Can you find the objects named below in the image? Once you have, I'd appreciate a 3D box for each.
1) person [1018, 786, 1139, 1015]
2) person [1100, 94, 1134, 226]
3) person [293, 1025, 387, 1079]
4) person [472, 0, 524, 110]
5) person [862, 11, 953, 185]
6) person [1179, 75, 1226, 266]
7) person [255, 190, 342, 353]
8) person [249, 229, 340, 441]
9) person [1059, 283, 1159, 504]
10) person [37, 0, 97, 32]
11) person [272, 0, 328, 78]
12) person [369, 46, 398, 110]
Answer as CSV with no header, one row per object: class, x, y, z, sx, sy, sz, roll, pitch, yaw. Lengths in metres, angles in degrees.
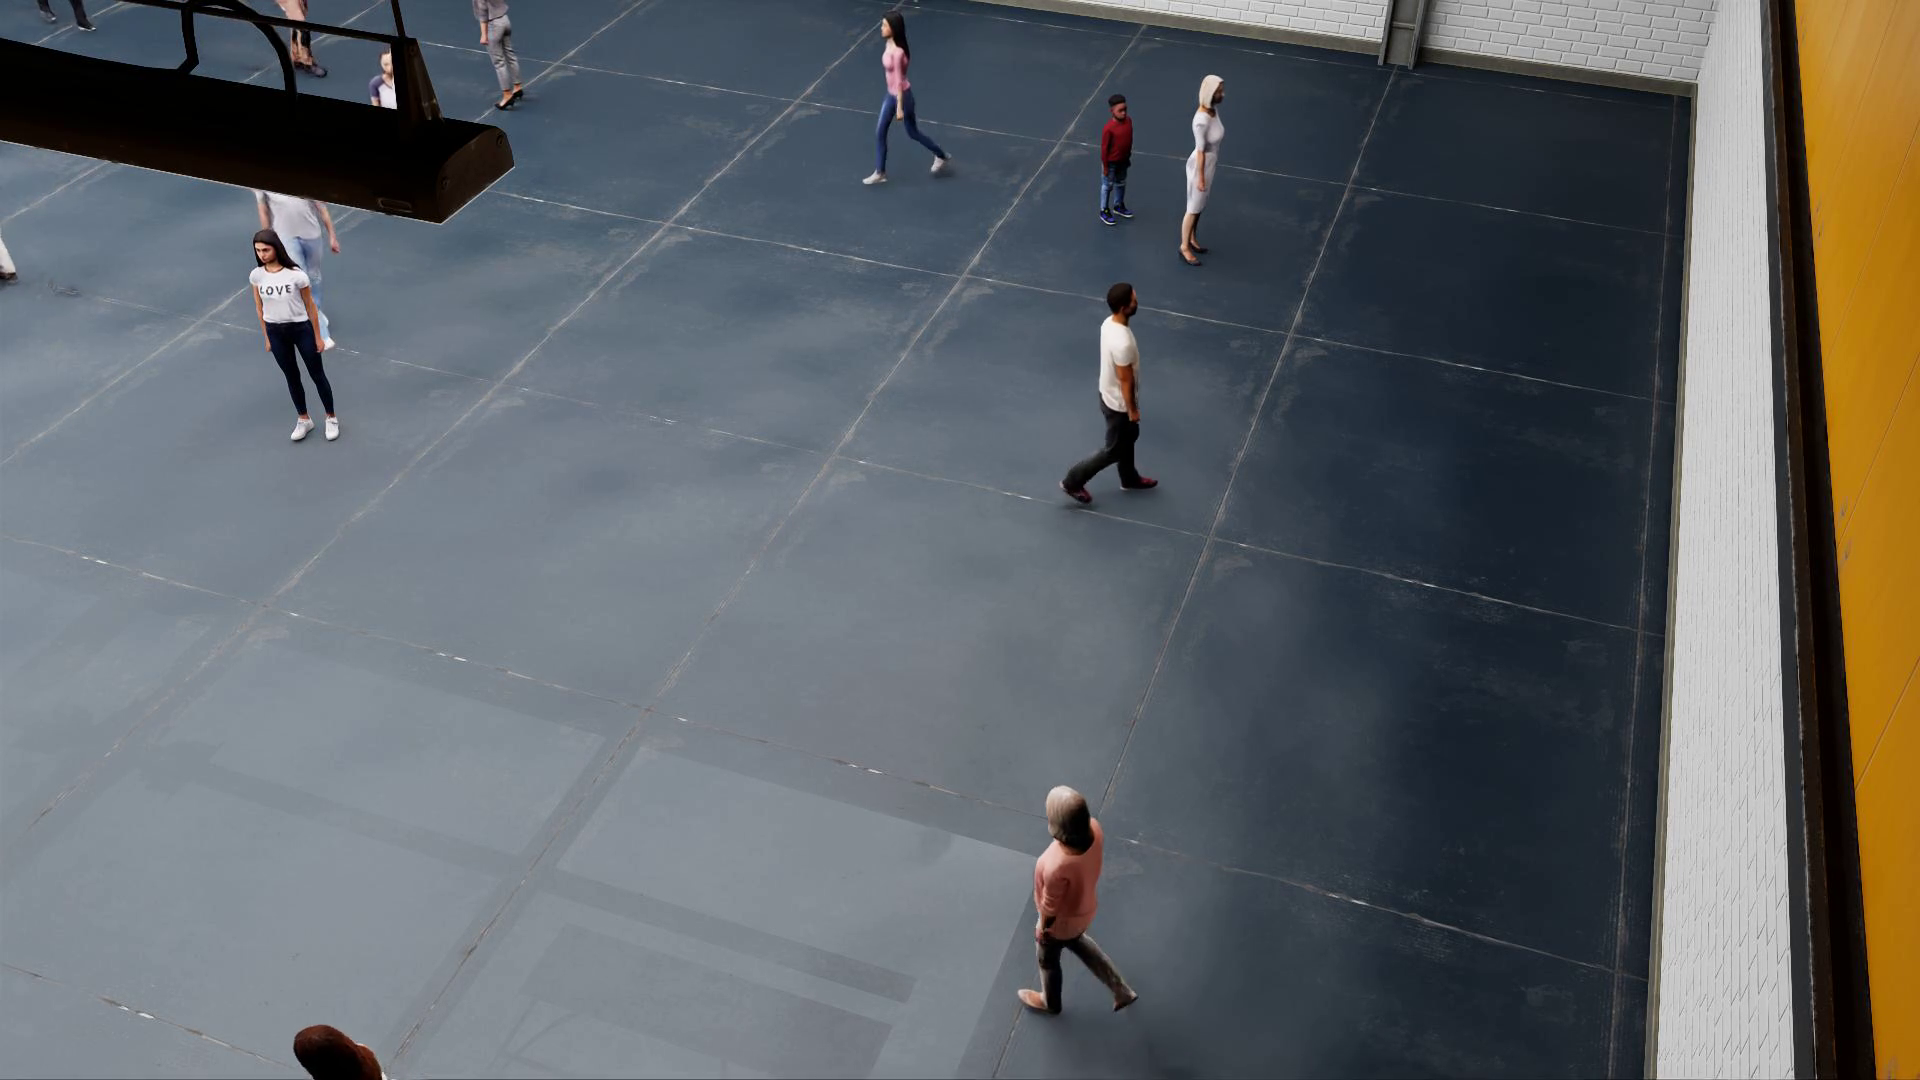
person,0.610,1.901,8.384,0.920,1.710,0.716,23,44,26
person,1.456,-3.601,15.640,0.579,1.252,0.611,-27,46,-29
person,-2.529,2.710,7.370,0.604,1.711,0.624,15,41,17
person,-4.891,-5.391,17.541,0.552,1.677,0.607,13,40,16
person,-0.502,-4.269,16.115,1.190,1.702,1.053,-12,40,-15
person,2.163,-3.325,14.897,0.491,1.749,0.558,13,40,15
person,-5.533,-2.528,13.854,1.087,1.805,1.270,-24,45,-27
person,-5.073,-1.556,12.661,0.576,1.774,0.718,-1,39,-2
person,1.078,-1.009,11.966,1.097,1.786,0.888,-2,39,-3
person,-10.615,-6.778,19.212,1.240,1.758,0.865,26,45,29
person,-7.406,-6.032,18.157,0.768,1.910,0.744,10,40,12
person,-5.249,-3.853,15.646,0.745,1.639,0.814,-11,40,-13
